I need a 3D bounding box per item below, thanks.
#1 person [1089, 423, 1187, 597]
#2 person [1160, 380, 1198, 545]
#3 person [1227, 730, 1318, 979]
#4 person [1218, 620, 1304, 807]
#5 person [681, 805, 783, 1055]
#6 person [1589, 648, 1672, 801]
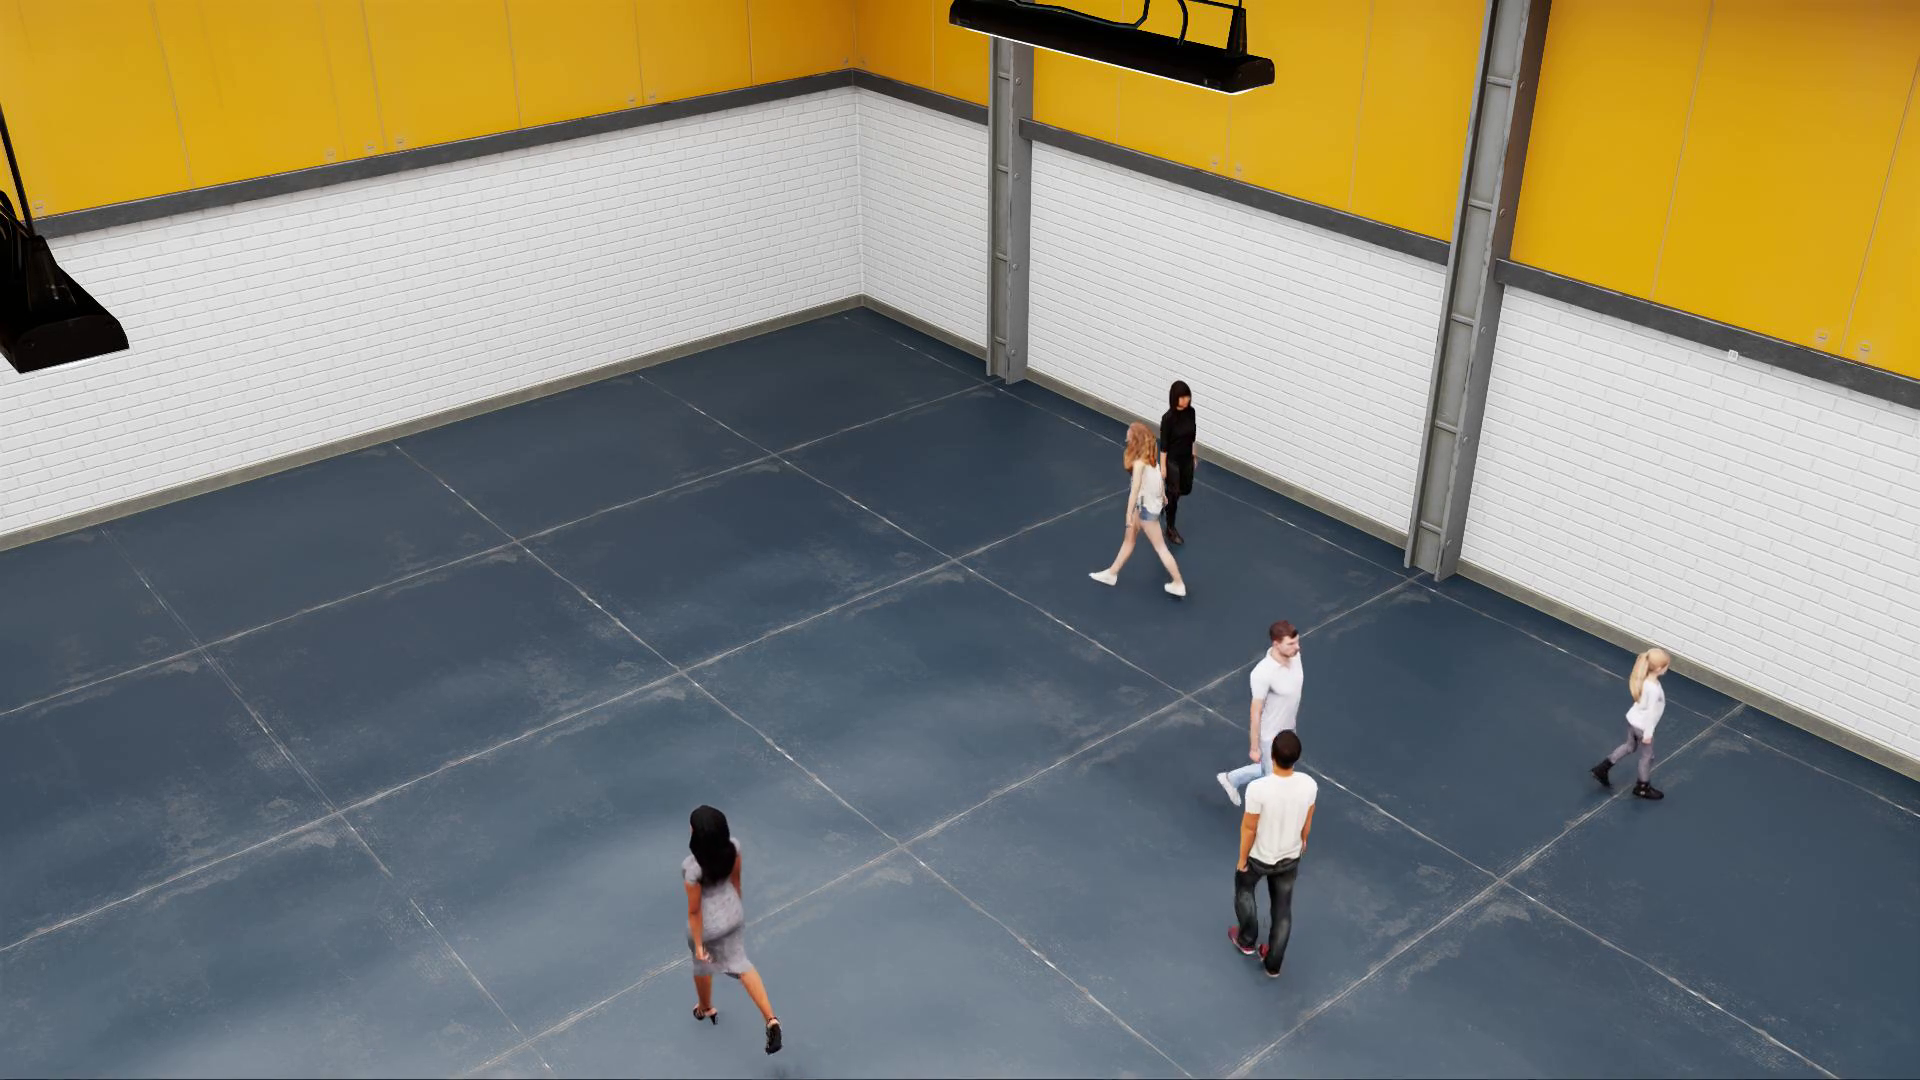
[{"bbox_3d":[1.749,-0.238,14.732,1.208,1.693,1.003,13,31,22],"label":"person"},{"bbox_3d":[2.014,-0.783,15.801,0.614,1.626,0.841,-19,34,-30],"label":"person"},{"bbox_3d":[1.999,2.028,10.477,0.815,1.789,0.867,-6,29,-10],"label":"person"},{"bbox_3d":[2.145,1.325,11.722,1.010,1.832,0.759,23,36,35],"label":"person"},{"bbox_3d":[-1.380,2.346,9.927,0.629,1.758,1.051,-25,37,-38],"label":"person"},{"bbox_3d":[4.977,1.348,12.266,0.832,1.269,0.782,1,29,2],"label":"person"}]
